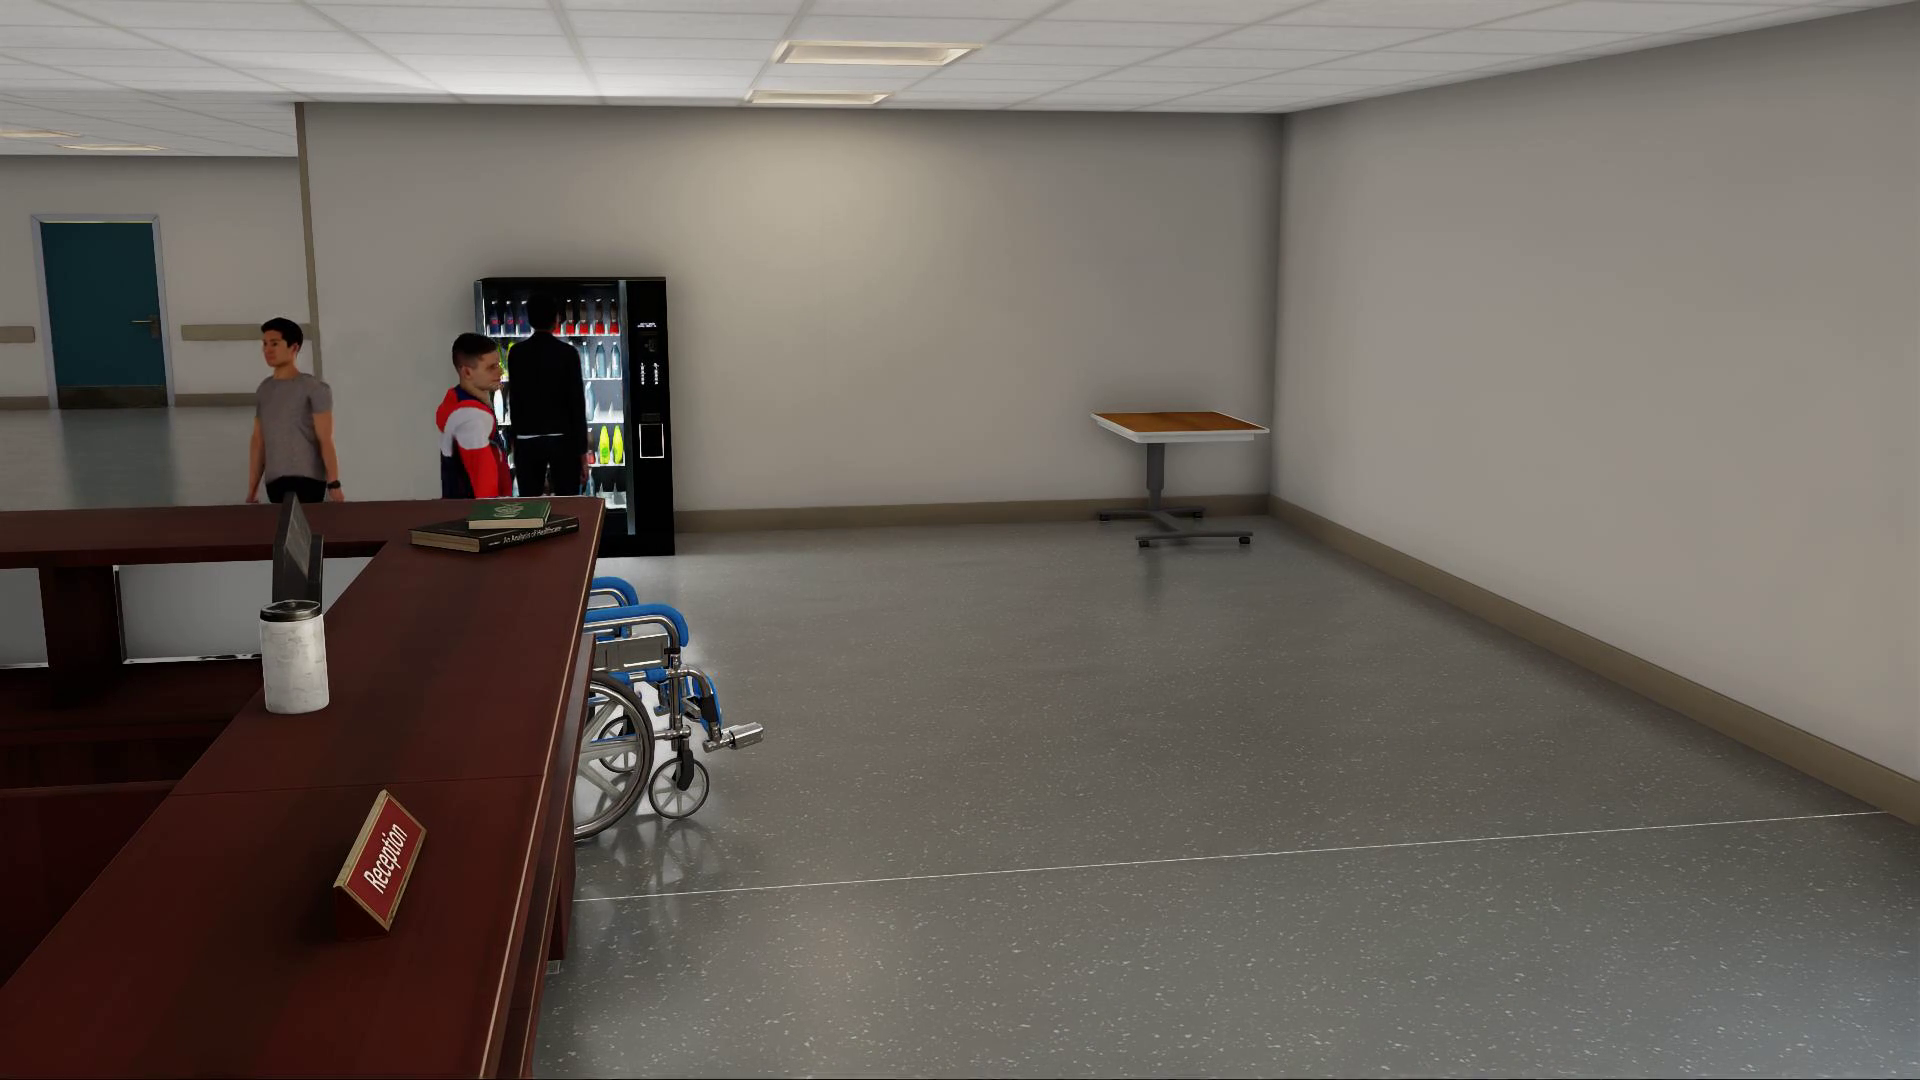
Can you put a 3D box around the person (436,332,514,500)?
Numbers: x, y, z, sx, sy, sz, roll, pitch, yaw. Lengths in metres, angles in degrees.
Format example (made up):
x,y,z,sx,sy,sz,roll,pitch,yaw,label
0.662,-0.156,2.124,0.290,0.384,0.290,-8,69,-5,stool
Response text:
x,y,z,sx,sy,sz,roll,pitch,yaw,label
-2.097,0.017,6.975,0.702,1.739,0.688,-4,11,-21,person

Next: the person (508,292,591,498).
x,y,z,sx,sy,sz,roll,pitch,yaw,label
-2.259,-0.435,9.105,0.558,1.831,0.698,1,11,5,person

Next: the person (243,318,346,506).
x,y,z,sx,sy,sz,roll,pitch,yaw,label
-3.461,-0.313,8.846,1.077,1.688,1.066,5,12,26,person
